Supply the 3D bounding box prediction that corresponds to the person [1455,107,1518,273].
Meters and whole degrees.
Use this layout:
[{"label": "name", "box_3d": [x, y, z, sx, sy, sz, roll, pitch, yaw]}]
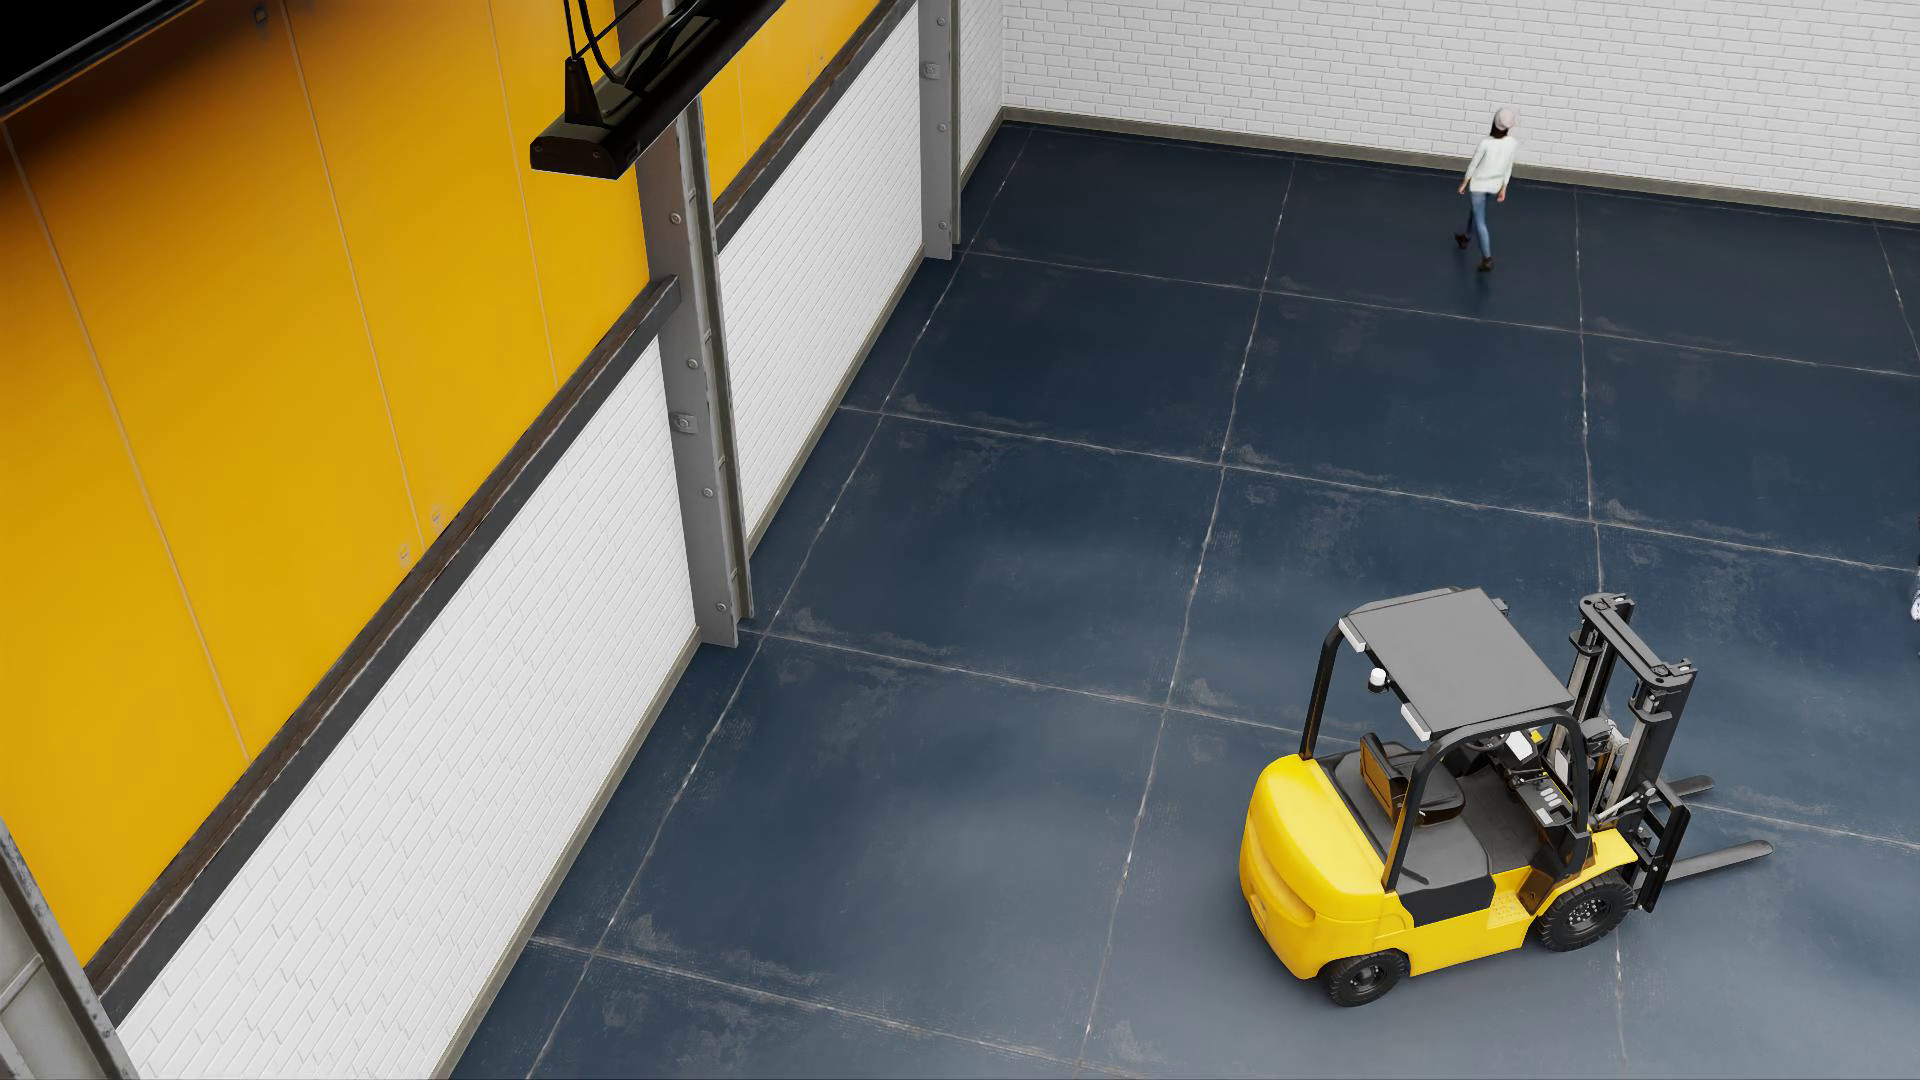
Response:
[{"label": "person", "box_3d": [5.139, -3.381, 16.165, 0.939, 1.609, 1.169, -9, 40, -11]}]
